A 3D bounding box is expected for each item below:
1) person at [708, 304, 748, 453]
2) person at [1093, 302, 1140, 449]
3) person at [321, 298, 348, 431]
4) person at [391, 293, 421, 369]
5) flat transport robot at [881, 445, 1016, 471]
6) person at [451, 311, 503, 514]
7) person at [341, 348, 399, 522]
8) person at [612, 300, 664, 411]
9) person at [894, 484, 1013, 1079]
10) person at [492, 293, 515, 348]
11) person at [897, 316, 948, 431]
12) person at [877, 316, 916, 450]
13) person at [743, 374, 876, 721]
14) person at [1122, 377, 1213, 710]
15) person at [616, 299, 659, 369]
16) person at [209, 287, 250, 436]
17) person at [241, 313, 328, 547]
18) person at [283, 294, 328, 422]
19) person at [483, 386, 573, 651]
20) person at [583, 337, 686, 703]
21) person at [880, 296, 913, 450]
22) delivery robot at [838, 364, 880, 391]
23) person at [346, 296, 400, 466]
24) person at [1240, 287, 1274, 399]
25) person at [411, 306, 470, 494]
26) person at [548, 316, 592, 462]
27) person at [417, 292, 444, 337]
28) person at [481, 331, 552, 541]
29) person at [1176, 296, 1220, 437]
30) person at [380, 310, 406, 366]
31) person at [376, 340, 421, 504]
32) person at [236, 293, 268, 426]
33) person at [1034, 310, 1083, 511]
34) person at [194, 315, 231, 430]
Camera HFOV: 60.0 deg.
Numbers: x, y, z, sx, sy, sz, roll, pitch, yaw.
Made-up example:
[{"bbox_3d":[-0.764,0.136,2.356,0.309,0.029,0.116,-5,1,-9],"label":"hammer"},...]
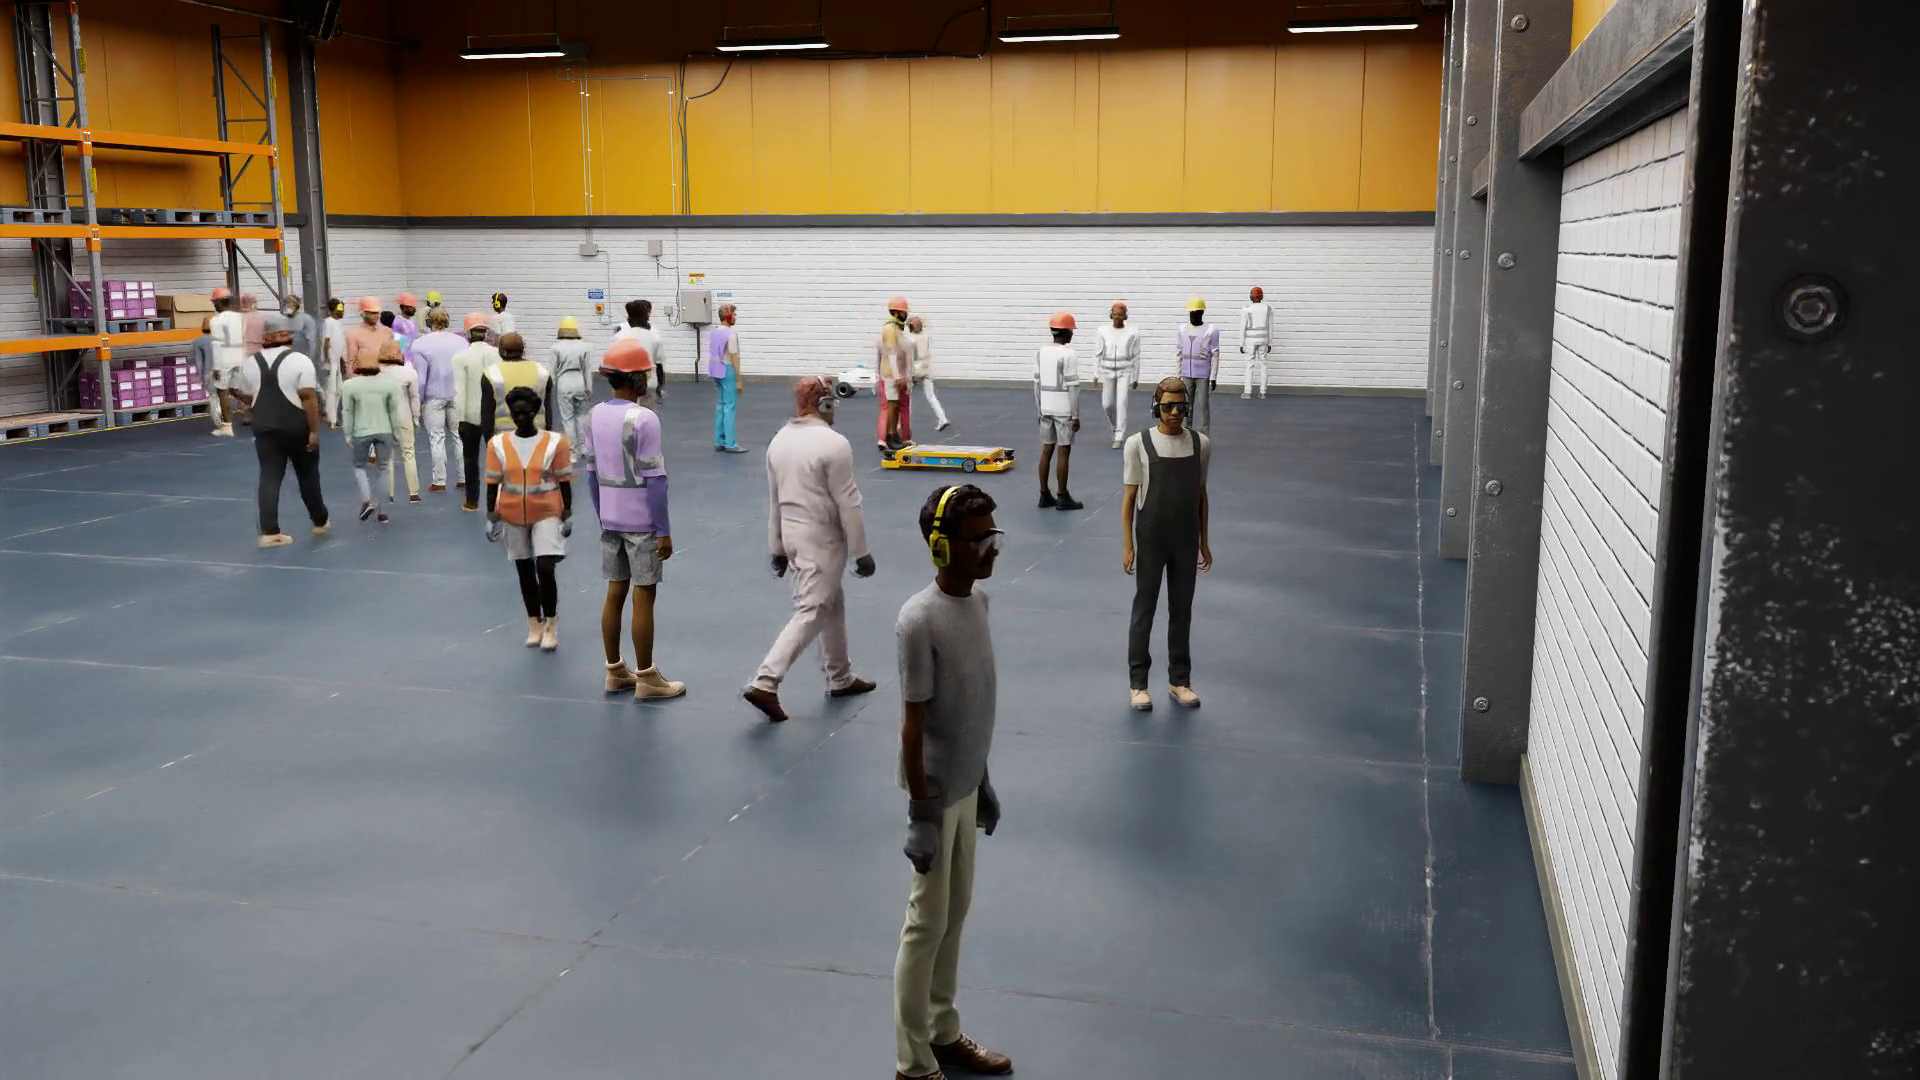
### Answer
[{"bbox_3d":[-2.903,-1.994,20.590,0.373,1.843,0.570,-7,12,-34],"label":"person"},{"bbox_3d":[2.016,-2.112,21.256,0.576,1.855,0.768,3,10,15],"label":"person"},{"bbox_3d":[-8.748,-2.446,23.221,0.335,1.832,0.657,-1,10,-6],"label":"person"},{"bbox_3d":[-7.851,-2.588,23.862,1.037,1.869,0.549,1,10,4],"label":"person"},{"bbox_3d":[-0.128,-0.952,19.148,1.431,0.197,0.652,3,10,15],"label":"flat transport robot"},{"bbox_3d":[-4.475,-1.192,15.796,0.649,1.953,0.954,-8,13,-39],"label":"person"},{"bbox_3d":[-5.441,-0.958,15.381,0.515,1.624,0.342,-6,12,-30],"label":"person"},{"bbox_3d":[-3.665,-1.775,19.088,0.639,1.939,0.654,-7,12,-34],"label":"person"},{"bbox_3d":[-0.018,0.755,4.956,0.331,1.872,0.513,4,11,22],"label":"person"},{"bbox_3d":[-6.819,-2.757,24.879,0.315,1.860,0.510,3,10,16],"label":"person"},{"bbox_3d":[-0.538,-2.303,23.045,0.852,1.599,0.504,9,13,41],"label":"person"},{"bbox_3d":[-0.832,-1.995,20.974,0.532,1.742,0.843,4,11,20],"label":"person"},{"bbox_3d":[-0.831,0.027,9.102,0.942,1.869,0.647,-7,12,-36],"label":"person"},{"bbox_3d":[1.148,0.019,9.193,0.520,1.844,0.330,-3,10,-14],"label":"person"},{"bbox_3d":[-4.158,-2.122,21.209,0.667,1.885,0.596,-7,12,-36],"label":"person"},{"bbox_3d":[-9.754,-2.384,22.332,0.658,2.016,0.604,3,10,16],"label":"person"},{"bbox_3d":[-5.819,-0.991,14.362,0.708,2.000,0.960,1,10,6],"label":"person"},{"bbox_3d":[-9.435,-2.590,23.874,0.638,1.894,0.989,2,10,10],"label":"person"},{"bbox_3d":[-2.724,-0.124,10.465,0.546,1.672,0.553,0,10,-1],"label":"person"},{"bbox_3d":[-1.838,-0.110,9.357,0.607,2.048,0.365,8,13,39],"label":"person"},{"bbox_3d":[-0.792,-2.091,20.927,0.410,1.928,0.546,2,10,9],"label":"person"},{"bbox_3d":[-1.693,-2.729,28.142,0.707,0.478,0.477,2,10,9],"label":"delivery robot"},{"bbox_3d":[-6.759,-1.831,19.274,0.518,1.980,0.649,9,13,41],"label":"person"},{"bbox_3d":[4.971,-3.306,27.934,0.578,1.879,0.344,-1,10,-6],"label":"person"},{"bbox_3d":[-5.356,-1.446,17.225,0.633,1.938,0.356,-9,13,-40],"label":"person"},{"bbox_3d":[-4.648,-1.793,19.804,0.503,1.728,0.493,-7,12,-34],"label":"person"},{"bbox_3d":[-9.122,-3.397,28.743,0.879,1.768,0.676,-8,13,-40],"label":"person"},{"bbox_3d":[-3.801,-0.871,14.302,0.642,1.831,0.441,-6,12,-30],"label":"person"},{"bbox_3d":[2.966,-2.091,20.909,0.586,1.928,0.380,7,12,36],"label":"person"},{"bbox_3d":[-7.916,-2.318,22.909,0.568,1.671,0.451,-1,10,-3],"label":"person"},{"bbox_3d":[-5.620,-1.169,16.521,0.501,1.633,0.284,-3,11,-19],"label":"person"},{"bbox_3d":[-10.121,-2.564,23.706,0.736,1.883,0.442,-1,10,-7],"label":"person"},{"bbox_3d":[0.975,-1.258,16.169,0.373,1.934,0.551,-8,13,-40],"label":"person"},{"bbox_3d":[-10.285,-2.295,22.934,0.502,1.615,0.588,-2,10,-9],"label":"person"}]
